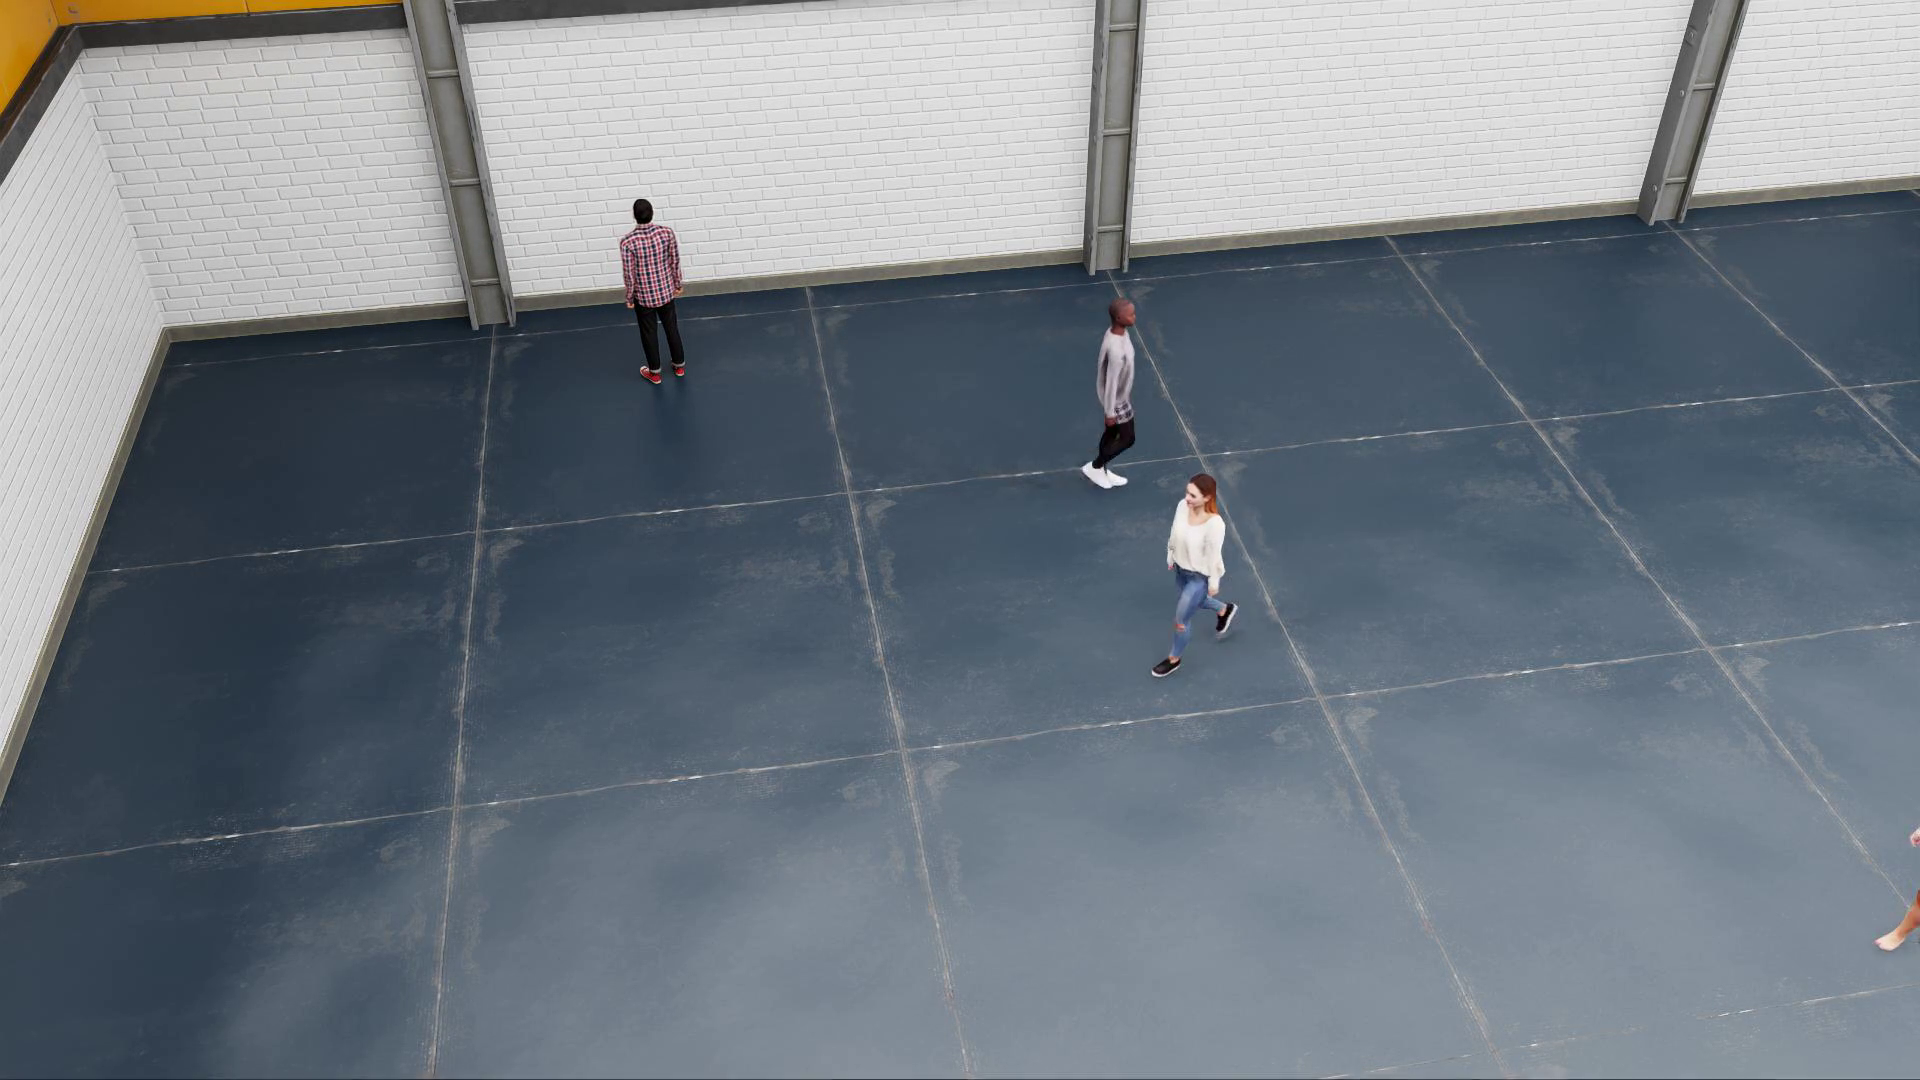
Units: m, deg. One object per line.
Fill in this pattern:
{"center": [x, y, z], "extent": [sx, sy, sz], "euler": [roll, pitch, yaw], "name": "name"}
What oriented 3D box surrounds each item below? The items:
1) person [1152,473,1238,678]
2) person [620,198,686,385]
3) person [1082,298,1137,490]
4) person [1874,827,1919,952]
{"center": [1.702, 0.211, 11.651], "extent": [1.118, 1.668, 0.892], "euler": [-22, 44, -25], "name": "person"}
{"center": [-2.695, -2.194, 14.588], "extent": [0.666, 1.761, 0.835], "euler": [-21, 43, -24], "name": "person"}
{"center": [1.145, -1.147, 13.278], "extent": [0.747, 1.762, 0.732], "euler": [5, 39, 6], "name": "person"}
{"center": [5.912, 1.751, 9.796], "extent": [1.029, 1.577, 0.687], "euler": [-14, 41, -17], "name": "person"}
